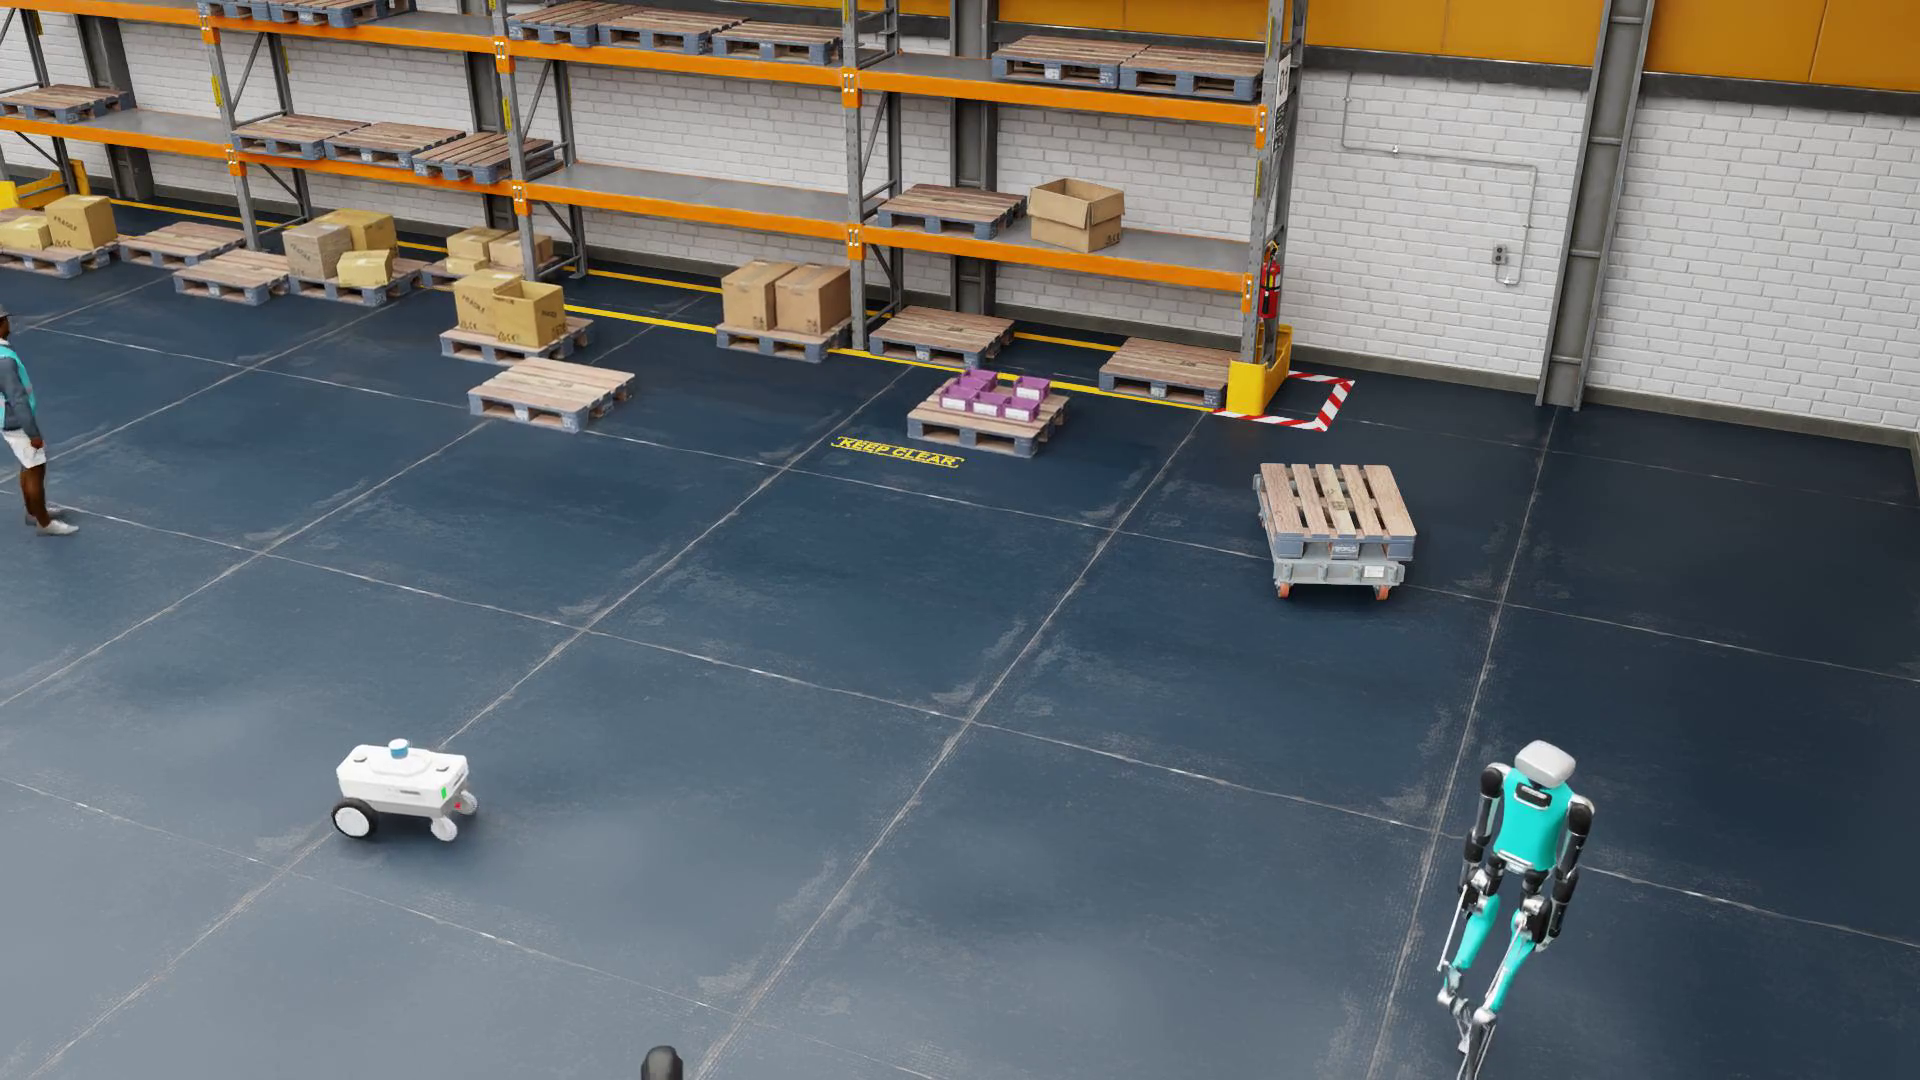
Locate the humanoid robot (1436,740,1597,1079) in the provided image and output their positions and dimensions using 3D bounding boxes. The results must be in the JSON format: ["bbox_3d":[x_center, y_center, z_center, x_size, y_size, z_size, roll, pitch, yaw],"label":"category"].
[{"bbox_3d":[2.472,1.878,7.777,0.547,1.864,0.826,20,33,34],"label":"humanoid robot"}]

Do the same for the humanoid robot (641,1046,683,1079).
[{"bbox_3d":[-1.075,2.582,6.412,0.601,1.640,0.635,-8,28,-14],"label":"humanoid robot"}]

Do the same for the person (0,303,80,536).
[{"bbox_3d":[-7.342,-0.916,12.914,0.437,1.918,0.613,-20,33,-33],"label":"person"}]

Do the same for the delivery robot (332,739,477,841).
[{"bbox_3d":[-3.279,1.438,9.806,0.756,0.571,0.499,5,28,9],"label":"delivery robot"}]
